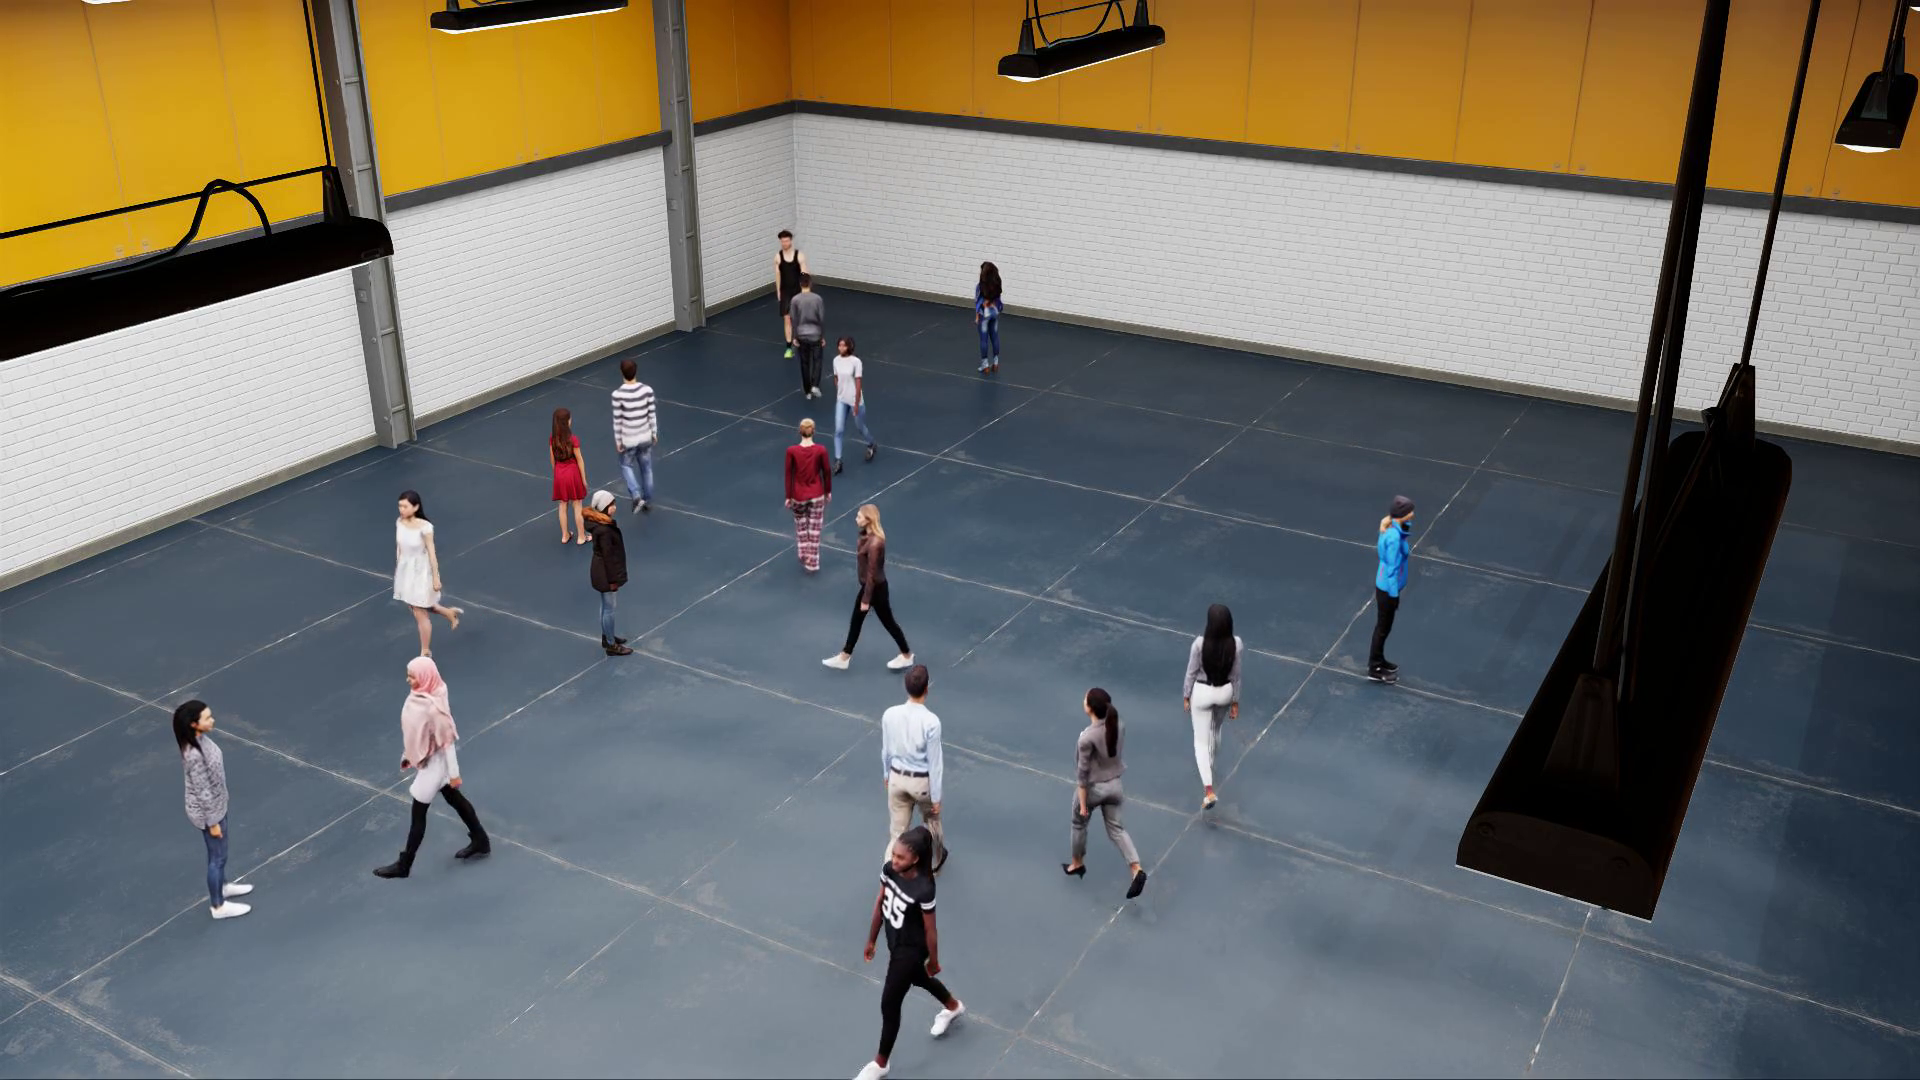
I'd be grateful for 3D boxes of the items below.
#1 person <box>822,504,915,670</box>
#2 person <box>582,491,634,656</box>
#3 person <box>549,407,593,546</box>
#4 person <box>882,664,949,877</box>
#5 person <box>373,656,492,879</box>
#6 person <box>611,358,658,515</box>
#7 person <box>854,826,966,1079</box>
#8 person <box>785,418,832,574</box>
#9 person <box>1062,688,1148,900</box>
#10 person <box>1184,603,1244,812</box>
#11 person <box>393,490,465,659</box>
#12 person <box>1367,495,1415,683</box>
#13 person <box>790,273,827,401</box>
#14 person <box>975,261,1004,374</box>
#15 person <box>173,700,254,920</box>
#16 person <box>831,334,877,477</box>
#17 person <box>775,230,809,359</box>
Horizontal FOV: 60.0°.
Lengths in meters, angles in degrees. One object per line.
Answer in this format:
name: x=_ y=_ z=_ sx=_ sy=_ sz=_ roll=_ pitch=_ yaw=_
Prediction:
person: x=-0.704 y=0.481 z=15.316 sx=1.110 sy=1.655 sz=1.104 roll=-4 pitch=24 yaw=-9
person: x=-3.343 y=0.298 z=15.759 sx=0.783 sy=1.636 sz=0.731 roll=-8 pitch=25 yaw=-17
person: x=-4.276 y=-0.701 z=18.143 sx=0.613 sy=1.555 sz=0.675 roll=6 pitch=24 yaw=13
person: x=-0.370 y=1.832 z=12.036 sx=0.826 sy=1.805 sz=1.251 roll=8 pitch=25 yaw=18
person: x=-3.839 y=1.668 z=12.466 sx=1.202 sy=1.762 sz=1.009 roll=-12 pitch=26 yaw=-25
person: x=-3.629 y=-1.119 z=18.751 sx=0.895 sy=1.834 sz=0.937 roll=-10 pitch=25 yaw=-21
person: x=-0.273 y=2.557 z=10.523 sx=1.258 sy=1.689 sz=0.940 roll=-17 pitch=29 yaw=-33
person: x=-1.593 y=-0.444 z=17.396 sx=0.842 sy=1.682 sz=0.912 roll=-2 pitch=24 yaw=-4
person: x=1.078 y=1.885 z=12.119 sx=1.073 sy=1.641 sz=0.940 roll=-17 pitch=29 yaw=-34
person: x=2.030 y=1.341 z=13.297 sx=1.016 sy=1.696 sz=1.203 roll=-2 pitch=24 yaw=-5
person: x=-4.988 y=0.334 z=15.530 sx=0.625 sy=1.754 sz=0.924 roll=12 pitch=26 yaw=26
person: x=3.921 y=0.434 z=15.239 sx=0.717 sy=1.803 sz=0.558 roll=7 pitch=25 yaw=15
person: x=-2.043 y=-2.727 z=22.525 sx=0.801 sy=1.757 sz=0.862 roll=-2 pitch=24 yaw=-4
person: x=0.398 y=-3.205 z=23.794 sx=0.645 sy=1.617 sz=0.757 roll=-14 pitch=27 yaw=-29
person: x=-5.406 y=1.915 z=11.942 sx=0.728 sy=1.730 sz=0.699 roll=-10 pitch=25 yaw=-21
person: x=-1.281 y=-1.667 z=20.192 sx=0.622 sy=1.684 sz=1.132 roll=12 pitch=26 yaw=25
person: x=-2.435 y=-3.652 z=24.531 sx=1.031 sy=1.848 sz=1.291 roll=-1 pitch=24 yaw=-2
